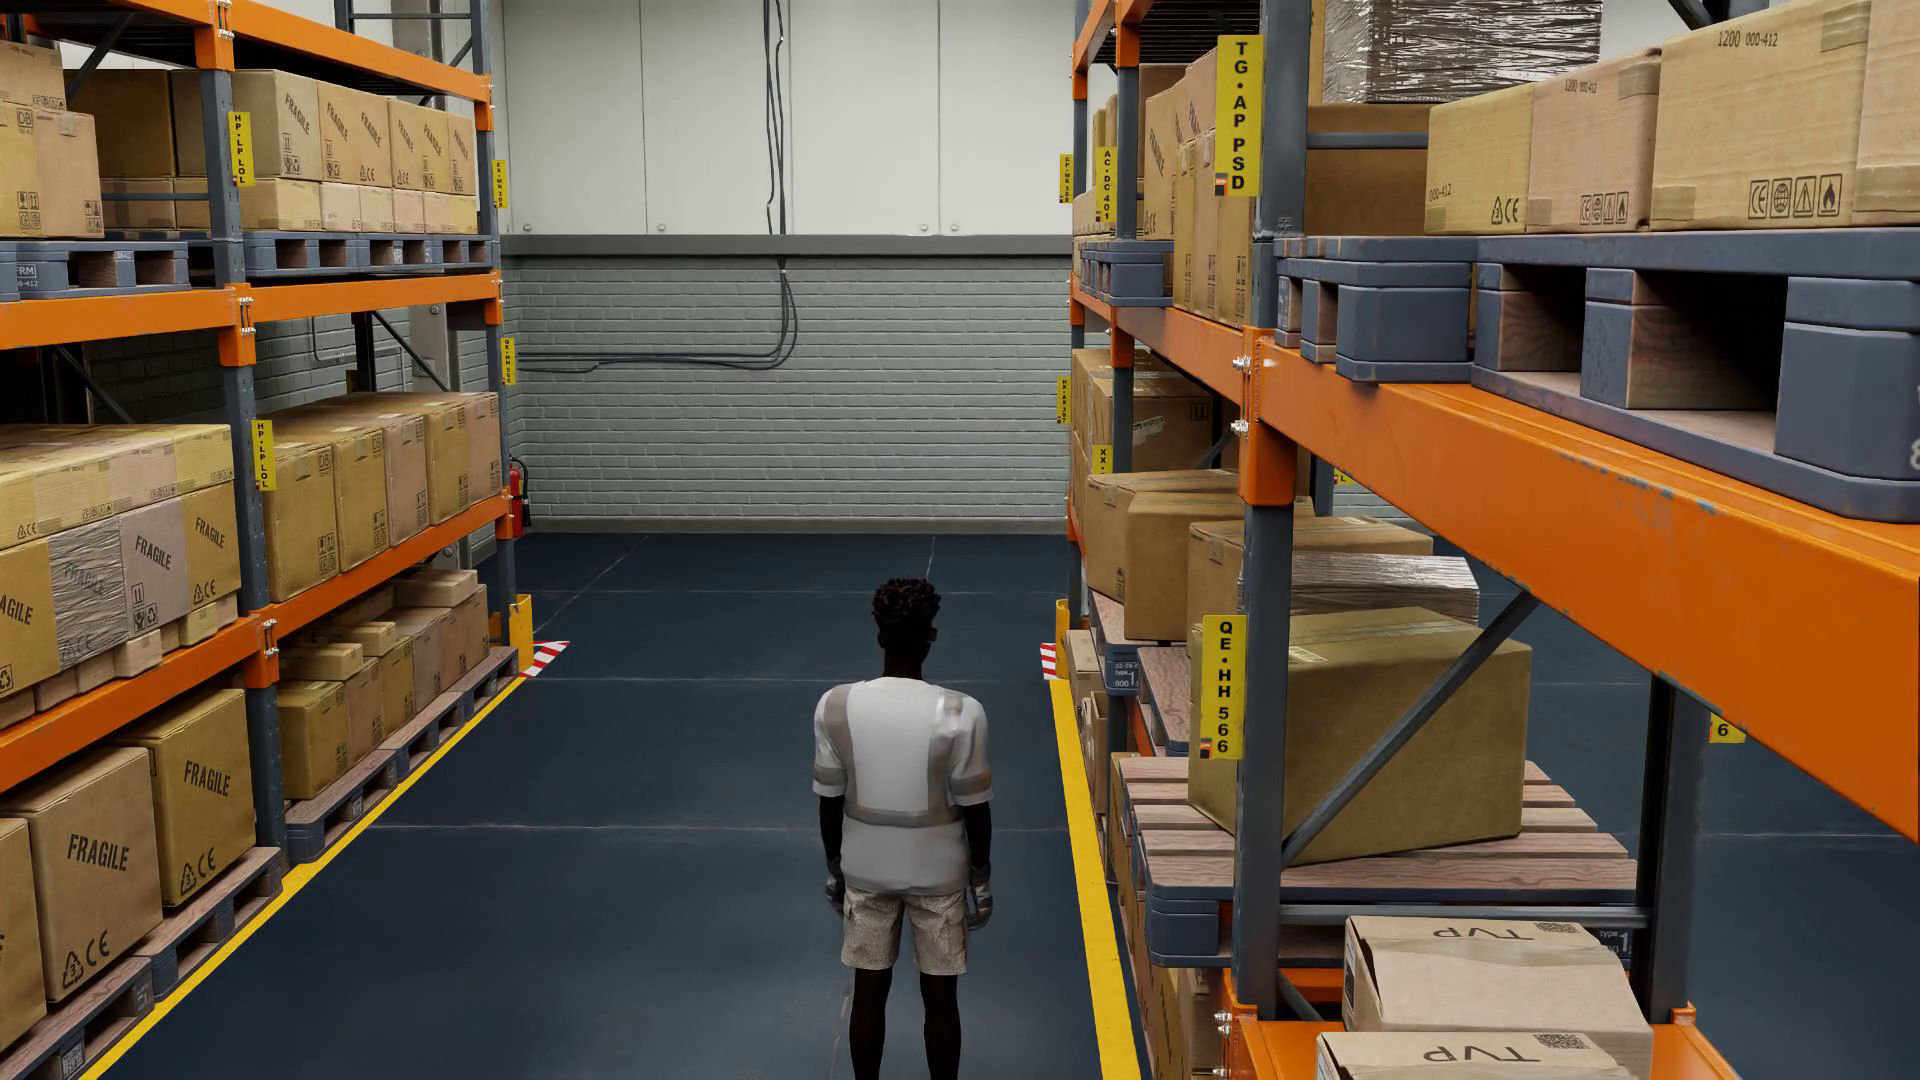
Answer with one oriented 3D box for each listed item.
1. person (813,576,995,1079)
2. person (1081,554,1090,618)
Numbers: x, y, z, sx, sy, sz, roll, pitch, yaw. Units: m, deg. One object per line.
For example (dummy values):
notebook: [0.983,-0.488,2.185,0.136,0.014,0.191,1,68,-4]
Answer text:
person: [-0.177,1.085,5.519,0.607,1.966,0.367,2,10,13]
person: [1.086,-0.099,13.166,0.415,1.616,0.530,8,13,38]
